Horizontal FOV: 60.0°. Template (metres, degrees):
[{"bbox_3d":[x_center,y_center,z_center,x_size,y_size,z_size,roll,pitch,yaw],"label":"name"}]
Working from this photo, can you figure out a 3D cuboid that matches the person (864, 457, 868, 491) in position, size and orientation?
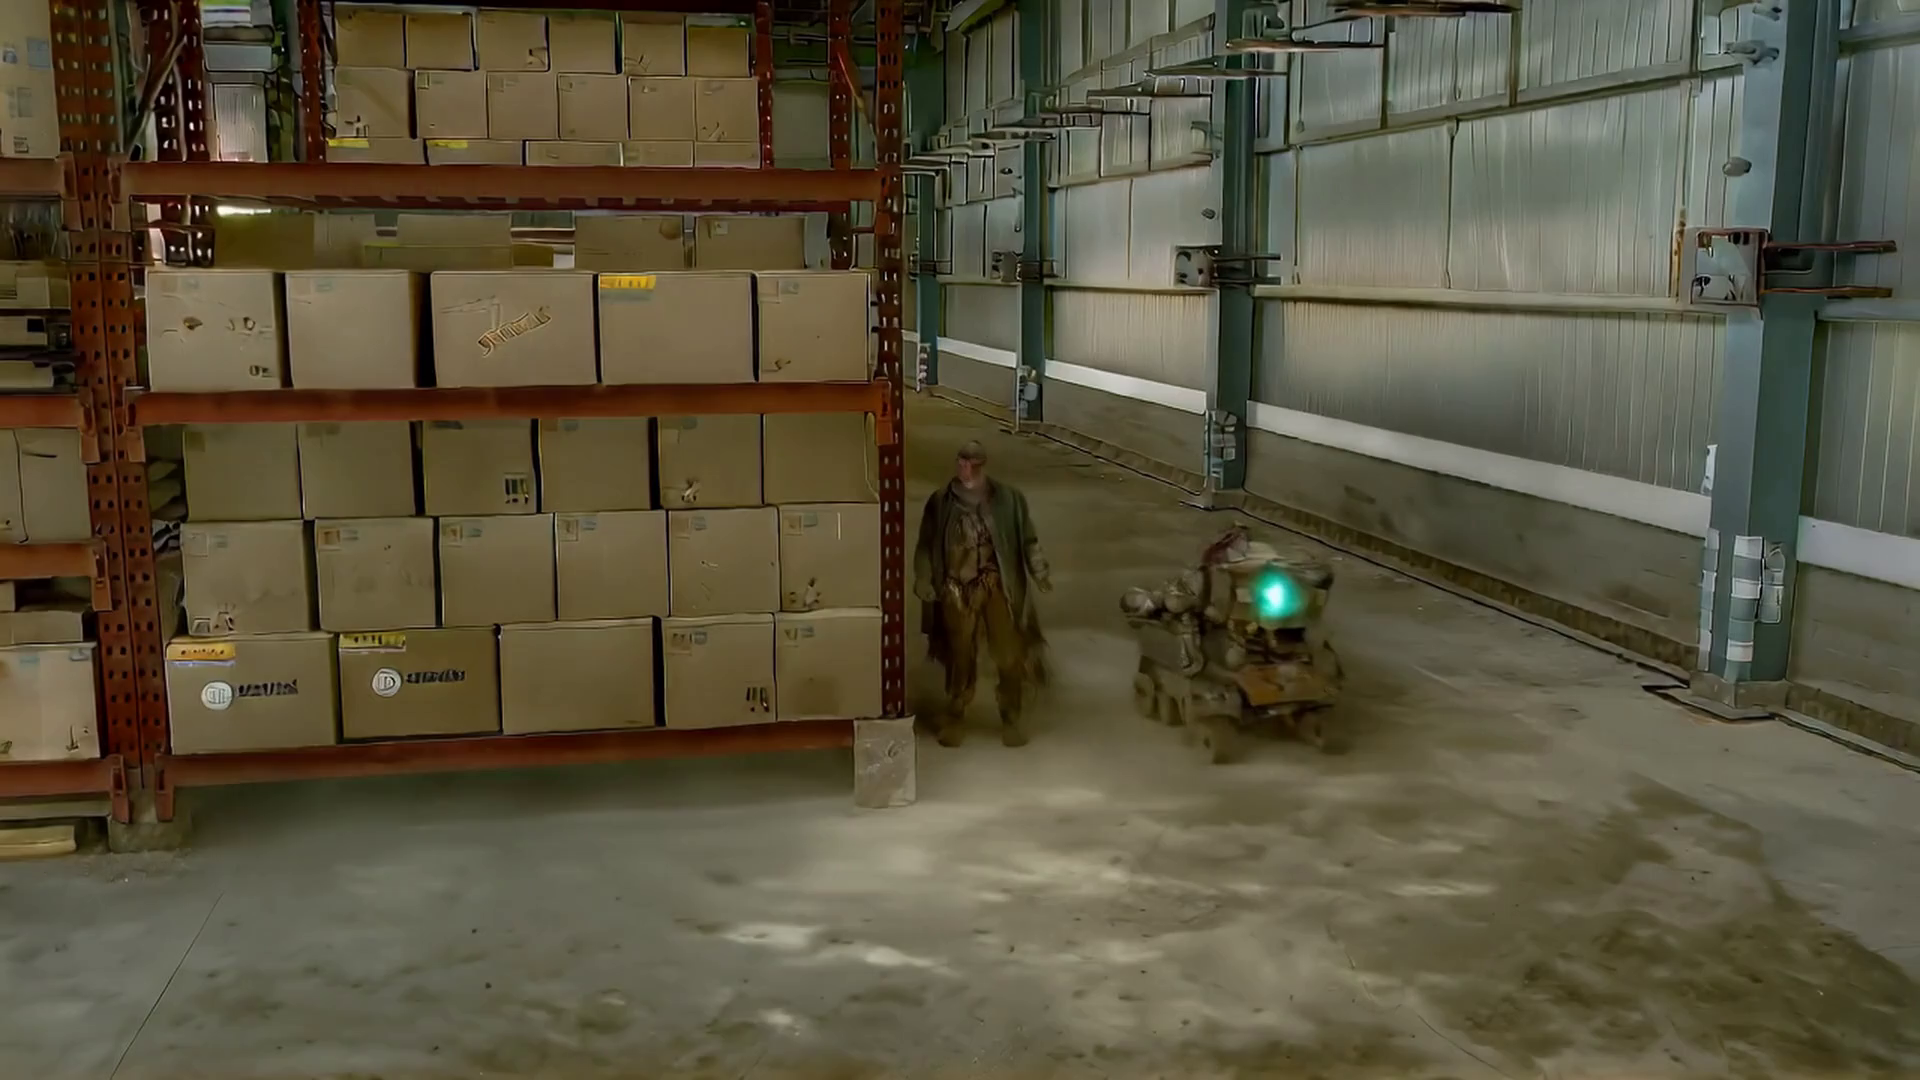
[{"bbox_3d":[-1.181,-0.432,15.733,0.608,1.797,0.888,0,9,1],"label":"person"}]
